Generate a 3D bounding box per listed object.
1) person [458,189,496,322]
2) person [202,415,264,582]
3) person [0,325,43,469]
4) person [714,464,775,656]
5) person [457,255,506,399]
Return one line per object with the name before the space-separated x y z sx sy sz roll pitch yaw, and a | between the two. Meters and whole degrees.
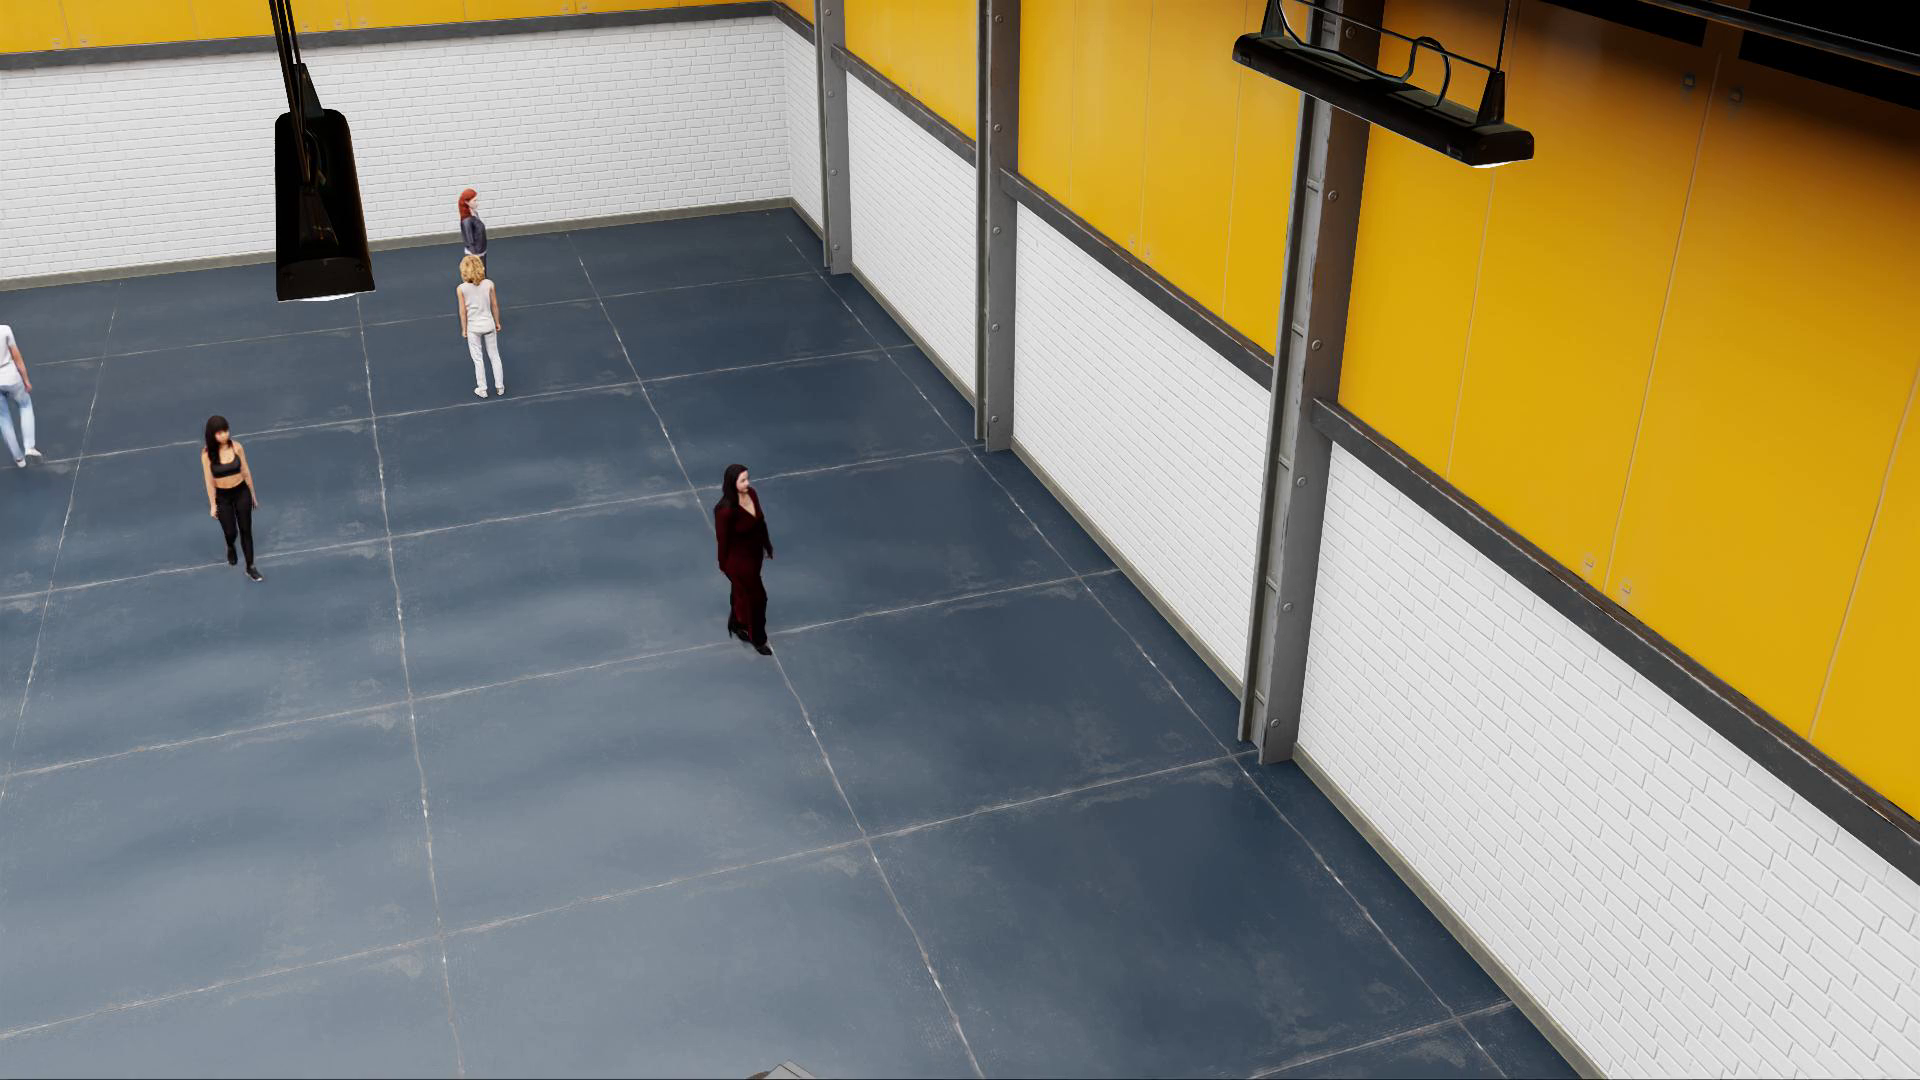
person | -6.021 -3.499 20.704 0.691 1.782 0.524 -2 29 -4
person | -6.677 -0.408 15.187 0.712 1.638 0.831 -22 35 -34
person | -9.858 -1.583 17.132 0.715 1.838 0.717 -14 32 -24
person | -1.930 0.128 14.099 0.933 1.739 0.876 11 30 19
person | -5.435 -2.429 18.858 0.621 1.671 0.583 -15 32 -25
